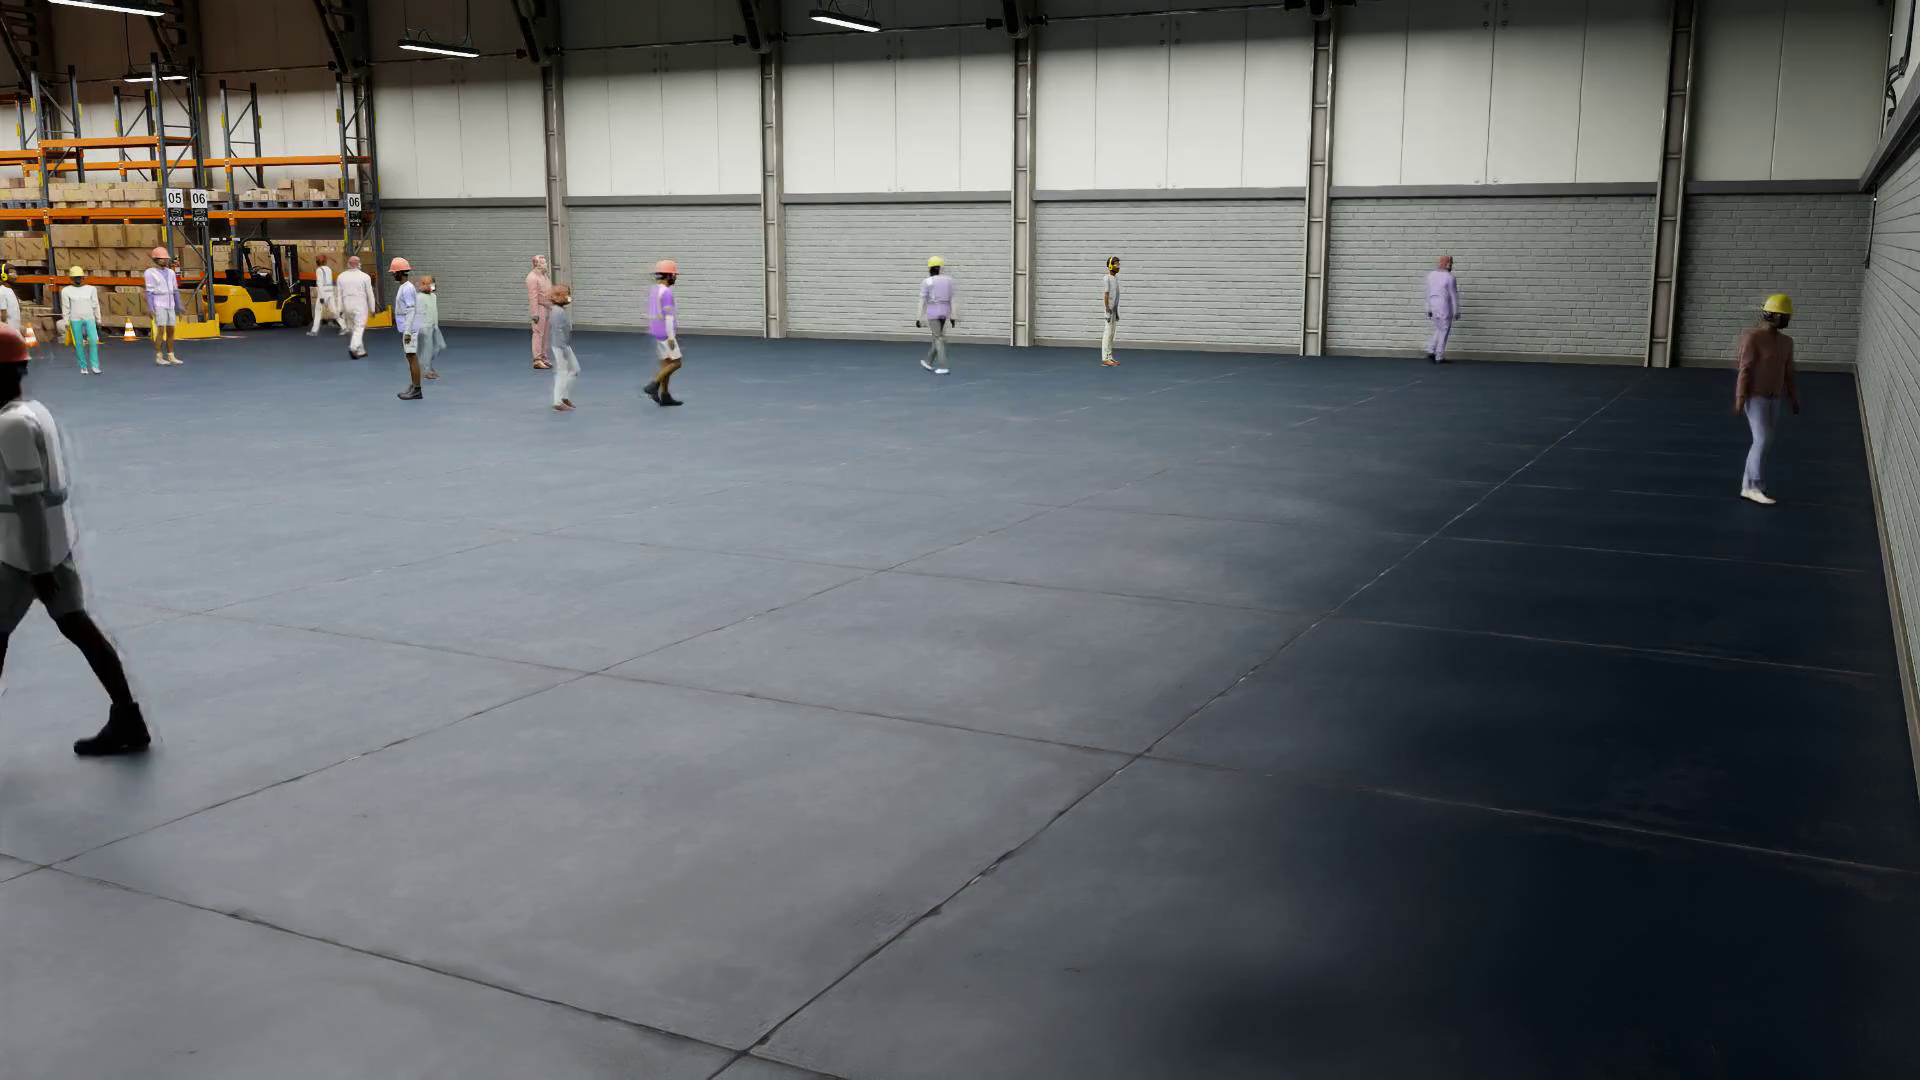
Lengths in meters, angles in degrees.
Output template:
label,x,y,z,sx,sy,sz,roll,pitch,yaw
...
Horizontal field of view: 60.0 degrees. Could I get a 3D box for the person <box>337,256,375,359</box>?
label,x,y,z,sx,sy,sz,roll,pitch,yaw
person,-11.017,-4.231,30.305,0.658,1.872,0.936,1,10,7

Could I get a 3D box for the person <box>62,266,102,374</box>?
label,x,y,z,sx,sy,sz,roll,pitch,yaw
person,-14.084,-3.515,26.709,0.557,1.733,0.795,-7,12,-32

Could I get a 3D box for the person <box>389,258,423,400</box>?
label,x,y,z,sx,sy,sz,roll,pitch,yaw
person,-7.590,-2.889,22.790,0.375,1.934,0.547,-4,11,-19

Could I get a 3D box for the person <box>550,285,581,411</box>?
label,x,y,z,sx,sy,sz,roll,pitch,yaw
person,-5.043,-2.448,21.251,0.403,1.612,0.526,-1,10,-7

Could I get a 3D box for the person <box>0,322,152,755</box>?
label,x,y,z,sx,sy,sz,roll,pitch,yaw
person,-4.003,0.025,7.017,1.011,1.882,0.567,-3,11,-17

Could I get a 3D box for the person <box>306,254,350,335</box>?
label,x,y,z,sx,sy,sz,roll,pitch,yaw
person,-14.176,-5.490,37.245,0.980,1.842,0.594,2,11,10

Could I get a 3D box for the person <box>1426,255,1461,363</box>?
label,x,y,z,sx,sy,sz,roll,pitch,yaw
person,8.489,-4.034,29.150,0.446,1.891,0.661,-5,11,-24

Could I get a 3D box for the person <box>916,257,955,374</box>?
label,x,y,z,sx,sy,sz,roll,pitch,yaw
person,-0.451,-3.660,27.116,0.617,1.880,0.945,-8,13,-37

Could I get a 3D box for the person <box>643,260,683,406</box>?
label,x,y,z,sx,sy,sz,roll,pitch,yaw
person,-3.868,-2.695,21.767,0.497,1.918,0.568,-5,11,-23

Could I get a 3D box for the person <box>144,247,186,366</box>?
label,x,y,z,sx,sy,sz,roll,pitch,yaw
person,-13.741,-4.033,28.741,0.384,2.041,0.624,4,11,21

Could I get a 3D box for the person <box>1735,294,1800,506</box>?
label,x,y,z,sx,sy,sz,roll,pitch,yaw
person,6.785,-1.160,13.828,0.554,1.748,0.593,-5,11,-24

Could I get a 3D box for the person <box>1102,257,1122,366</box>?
label,x,y,z,sx,sy,sz,roll,pitch,yaw
person,2.630,-3.944,28.715,0.328,1.873,0.518,4,11,22

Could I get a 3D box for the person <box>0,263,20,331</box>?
label,x,y,z,sx,sy,sz,roll,pitch,yaw
person,-12.619,-2.740,22.154,0.326,1.871,0.520,-4,11,-19

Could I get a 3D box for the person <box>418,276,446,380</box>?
label,x,y,z,sx,sy,sz,roll,pitch,yaw
person,-8.231,-3.301,25.891,0.353,1.617,0.520,2,11,12

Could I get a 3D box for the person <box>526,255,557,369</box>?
label,x,y,z,sx,sy,sz,roll,pitch,yaw
person,-7.046,-3.838,28.040,0.409,1.906,0.652,1,10,6
